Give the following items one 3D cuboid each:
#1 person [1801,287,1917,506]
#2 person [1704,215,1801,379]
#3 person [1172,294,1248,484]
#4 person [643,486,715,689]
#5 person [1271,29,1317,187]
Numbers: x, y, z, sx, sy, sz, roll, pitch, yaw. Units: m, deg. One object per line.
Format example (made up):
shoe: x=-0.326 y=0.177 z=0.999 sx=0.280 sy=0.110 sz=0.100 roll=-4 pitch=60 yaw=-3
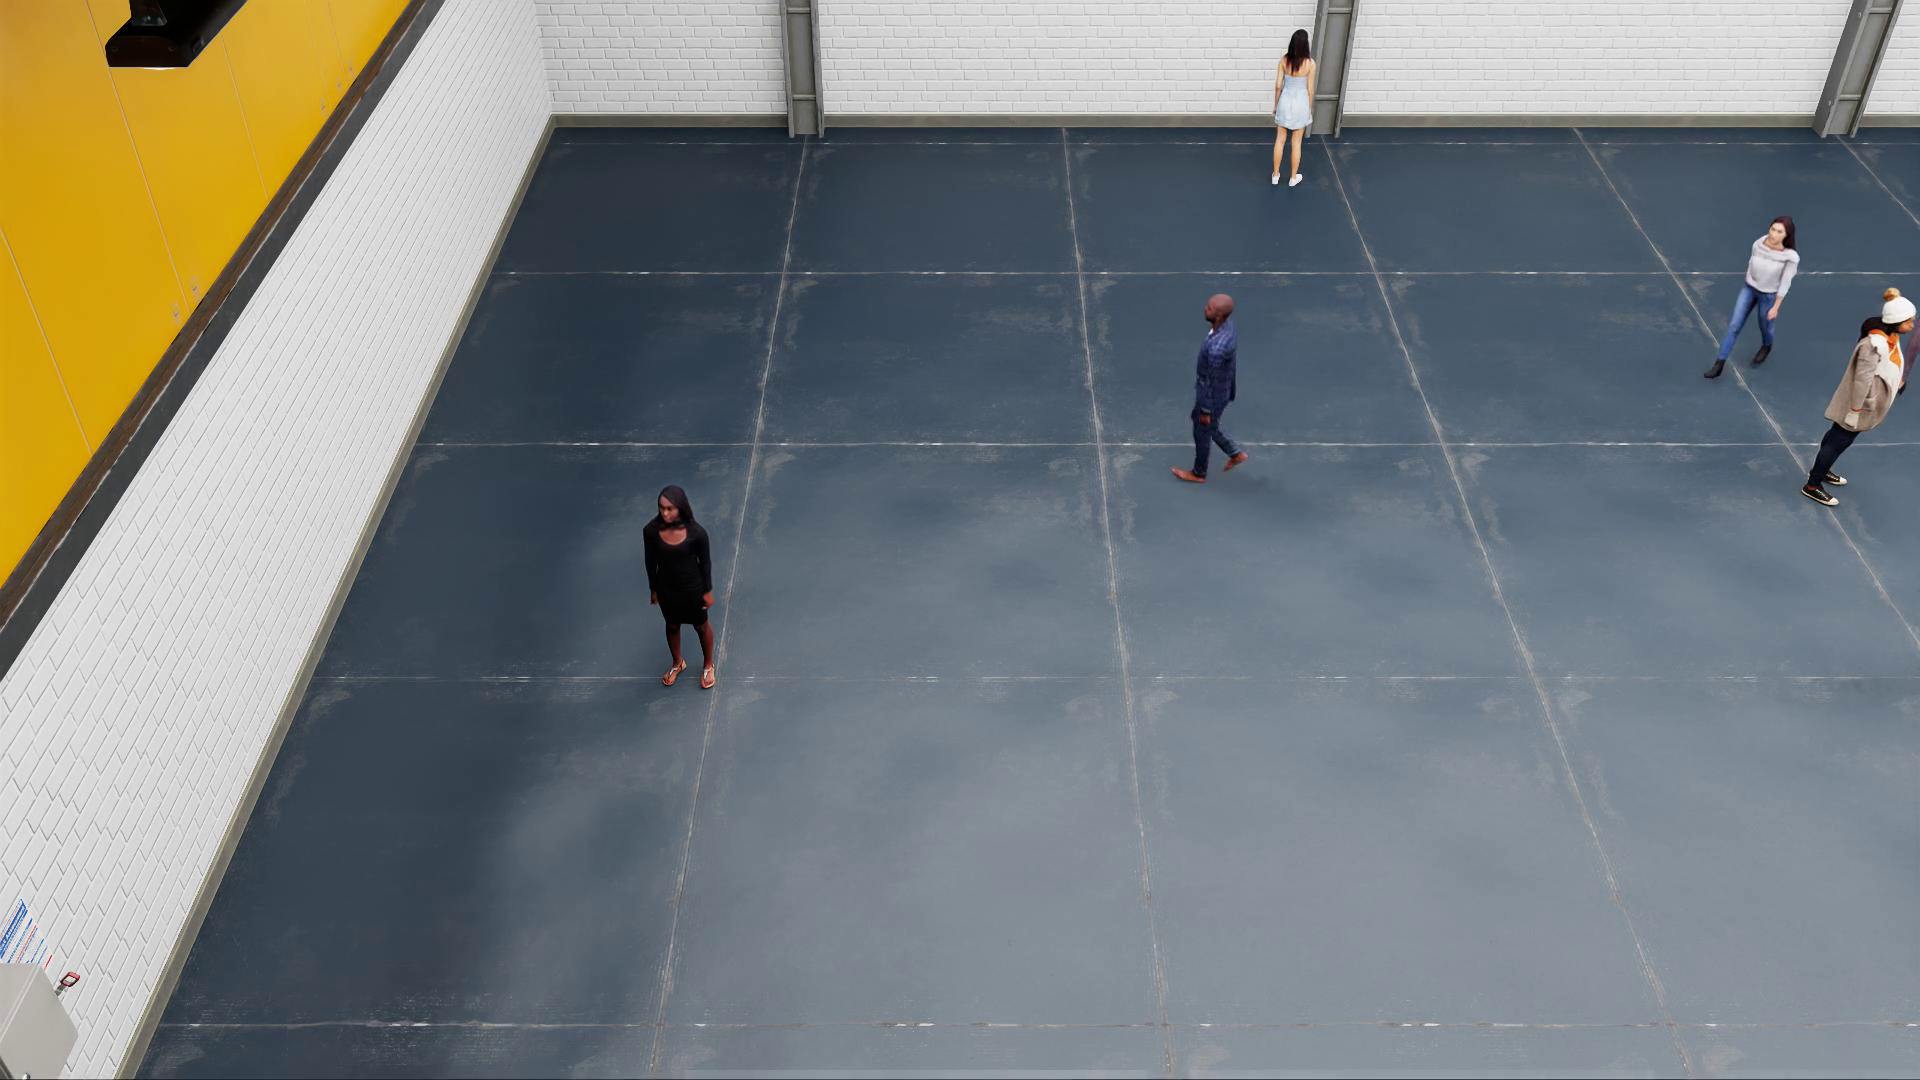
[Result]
person: x=7.254 y=-1.183 z=13.429 sx=0.853 sy=1.896 sz=0.822 roll=23 pitch=44 yaw=26
person: x=7.253 y=-2.200 z=14.952 sx=1.149 sy=1.584 sz=1.013 roll=-26 pitch=45 yaw=-28
person: x=2.137 y=-1.211 z=13.533 sx=0.920 sy=1.809 sz=0.793 roll=10 pitch=40 yaw=12
person: x=-1.947 y=0.335 z=11.669 sx=0.472 sy=1.720 sz=0.697 roll=5 pitch=39 yaw=6
person: x=3.576 y=-4.657 z=17.911 sx=0.588 sy=1.729 sz=0.719 roll=14 pitch=41 yaw=17
